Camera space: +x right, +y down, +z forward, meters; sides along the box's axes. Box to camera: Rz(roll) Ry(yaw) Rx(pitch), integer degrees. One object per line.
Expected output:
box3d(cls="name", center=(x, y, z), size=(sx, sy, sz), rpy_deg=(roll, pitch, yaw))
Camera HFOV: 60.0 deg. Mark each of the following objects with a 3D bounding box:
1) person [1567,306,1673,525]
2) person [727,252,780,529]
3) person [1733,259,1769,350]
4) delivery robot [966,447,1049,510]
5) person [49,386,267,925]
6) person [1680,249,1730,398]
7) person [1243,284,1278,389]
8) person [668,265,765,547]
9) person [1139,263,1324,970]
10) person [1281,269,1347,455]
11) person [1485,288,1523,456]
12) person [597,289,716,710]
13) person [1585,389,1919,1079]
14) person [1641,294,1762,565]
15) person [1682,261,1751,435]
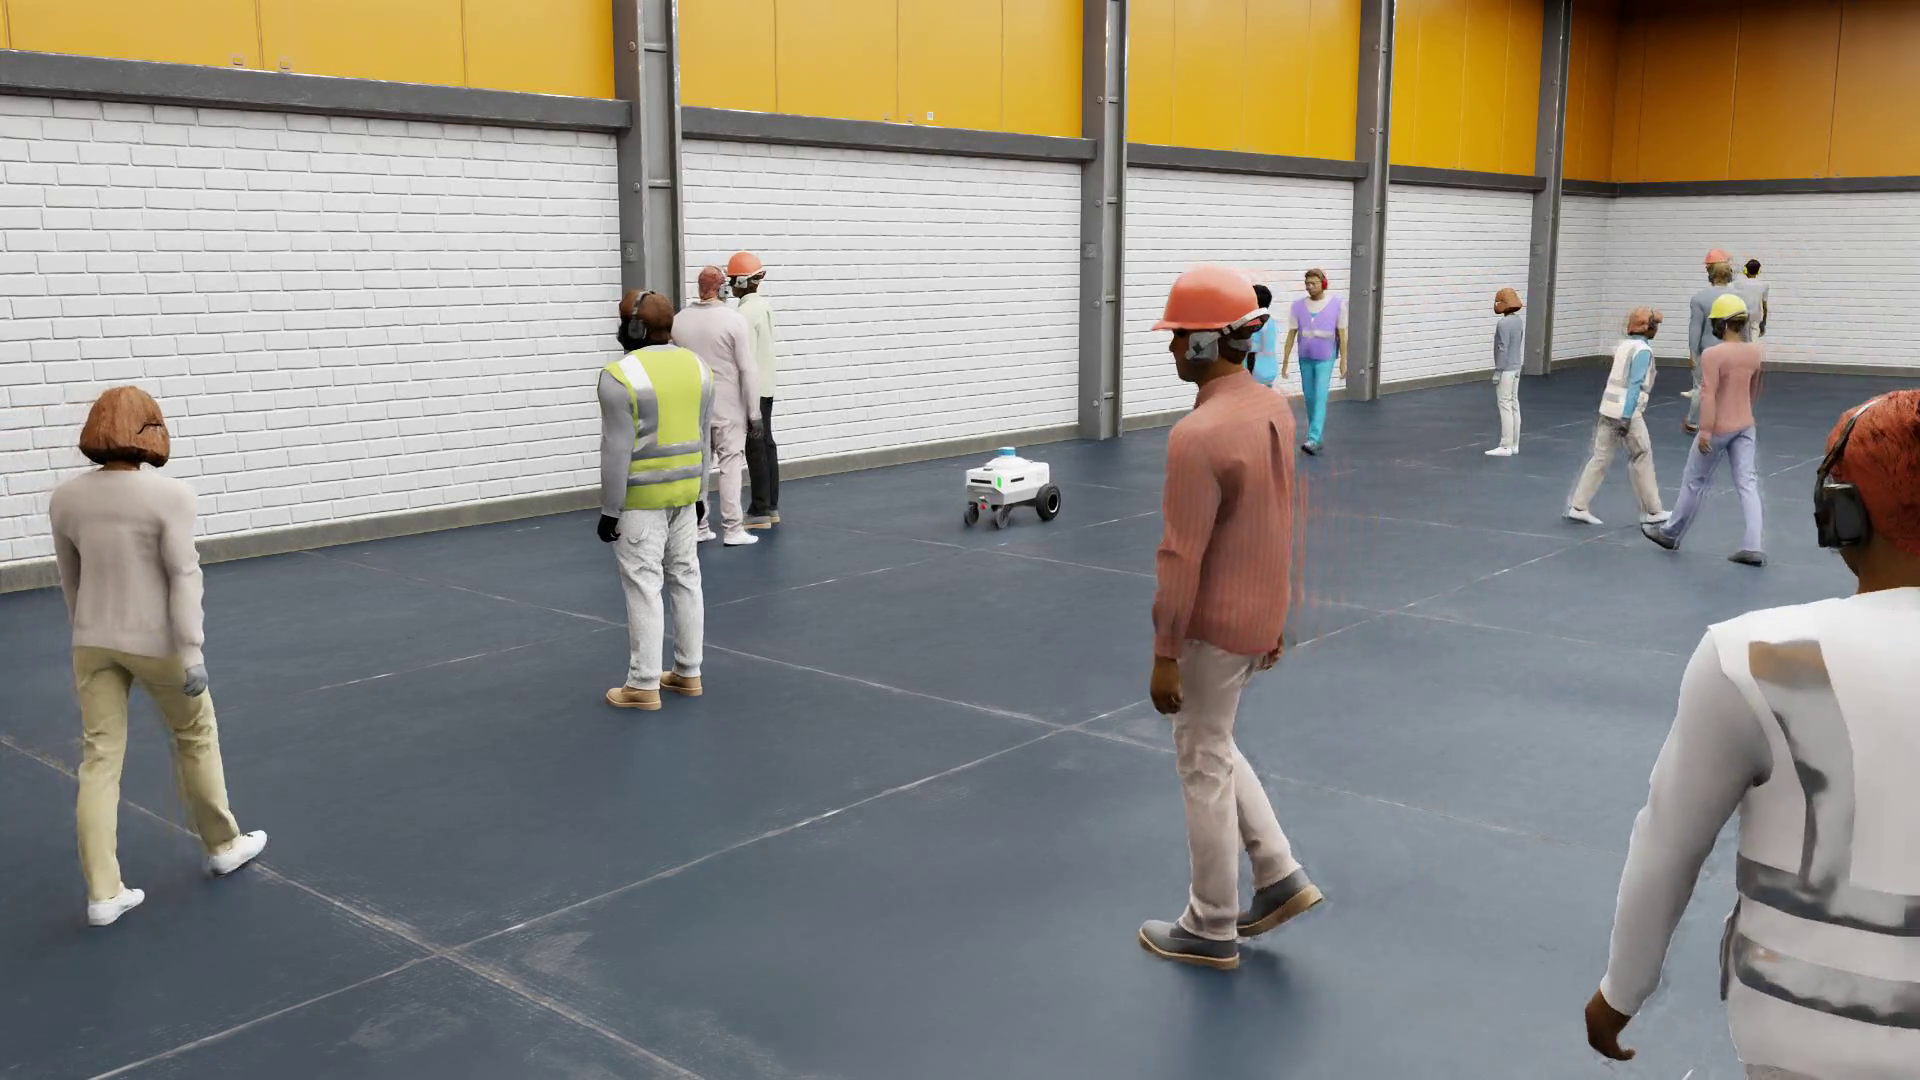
box3d(cls="person", center=(4.865, -0.888, 12.088), size=(0.844, 1.595, 0.538), rpy_deg=(0, 10, -1))
box3d(cls="person", center=(-1.521, -1.078, 12.049), size=(0.396, 1.992, 0.619), rpy_deg=(2, 10, 10))
box3d(cls="person", center=(11.463, -3.143, 24.196), size=(0.519, 1.865, 0.319), rpy_deg=(1, 10, 8))
box3d(cls="delivery robot", center=(0.353, -0.442, 12.257), size=(0.477, 0.478, 0.707), rpy_deg=(7, 12, 35))
box3d(cls="person", center=(-2.515, 0.326, 5.171), size=(0.527, 1.595, 0.776), rpy_deg=(1, 10, 8))
box3d(cls="person", center=(10.242, -2.900, 22.385), size=(0.804, 2.018, 0.614), rpy_deg=(4, 11, 21))
box3d(cls="person", center=(2.722, -1.508, 15.359), size=(0.401, 1.694, 0.551), rpy_deg=(7, 12, 33))
box3d(cls="person", center=(-1.654, -0.903, 11.328), size=(0.685, 1.904, 0.401), rpy_deg=(5, 11, 25))
box3d(cls="person", center=(0.709, 0.233, 4.624), size=(0.430, 1.980, 0.643), rpy_deg=(7, 12, 33))
box3d(cls="person", center=(3.453, -1.746, 16.363), size=(0.591, 1.808, 0.790), rpy_deg=(7, 12, 35))
box3d(cls="person", center=(5.339, -1.639, 16.273), size=(0.279, 1.631, 0.504), rpy_deg=(8, 13, 37))
box3d(cls="person", center=(-1.362, -0.177, 7.354), size=(0.429, 1.843, 0.633), rpy_deg=(7, 12, 34))
box3d(cls="person", center=(1.277, 0.705, 2.374), size=(0.603, 1.837, 1.019), rpy_deg=(1, 10, 3))
box3d(cls="person", center=(4.928, -0.728, 10.826), size=(0.552, 1.714, 0.907), rpy_deg=(-4, 11, -22))
box3d(cls="person", center=(8.023, -2.001, 17.636), size=(0.653, 1.885, 1.040), rpy_deg=(1, 10, 4))
